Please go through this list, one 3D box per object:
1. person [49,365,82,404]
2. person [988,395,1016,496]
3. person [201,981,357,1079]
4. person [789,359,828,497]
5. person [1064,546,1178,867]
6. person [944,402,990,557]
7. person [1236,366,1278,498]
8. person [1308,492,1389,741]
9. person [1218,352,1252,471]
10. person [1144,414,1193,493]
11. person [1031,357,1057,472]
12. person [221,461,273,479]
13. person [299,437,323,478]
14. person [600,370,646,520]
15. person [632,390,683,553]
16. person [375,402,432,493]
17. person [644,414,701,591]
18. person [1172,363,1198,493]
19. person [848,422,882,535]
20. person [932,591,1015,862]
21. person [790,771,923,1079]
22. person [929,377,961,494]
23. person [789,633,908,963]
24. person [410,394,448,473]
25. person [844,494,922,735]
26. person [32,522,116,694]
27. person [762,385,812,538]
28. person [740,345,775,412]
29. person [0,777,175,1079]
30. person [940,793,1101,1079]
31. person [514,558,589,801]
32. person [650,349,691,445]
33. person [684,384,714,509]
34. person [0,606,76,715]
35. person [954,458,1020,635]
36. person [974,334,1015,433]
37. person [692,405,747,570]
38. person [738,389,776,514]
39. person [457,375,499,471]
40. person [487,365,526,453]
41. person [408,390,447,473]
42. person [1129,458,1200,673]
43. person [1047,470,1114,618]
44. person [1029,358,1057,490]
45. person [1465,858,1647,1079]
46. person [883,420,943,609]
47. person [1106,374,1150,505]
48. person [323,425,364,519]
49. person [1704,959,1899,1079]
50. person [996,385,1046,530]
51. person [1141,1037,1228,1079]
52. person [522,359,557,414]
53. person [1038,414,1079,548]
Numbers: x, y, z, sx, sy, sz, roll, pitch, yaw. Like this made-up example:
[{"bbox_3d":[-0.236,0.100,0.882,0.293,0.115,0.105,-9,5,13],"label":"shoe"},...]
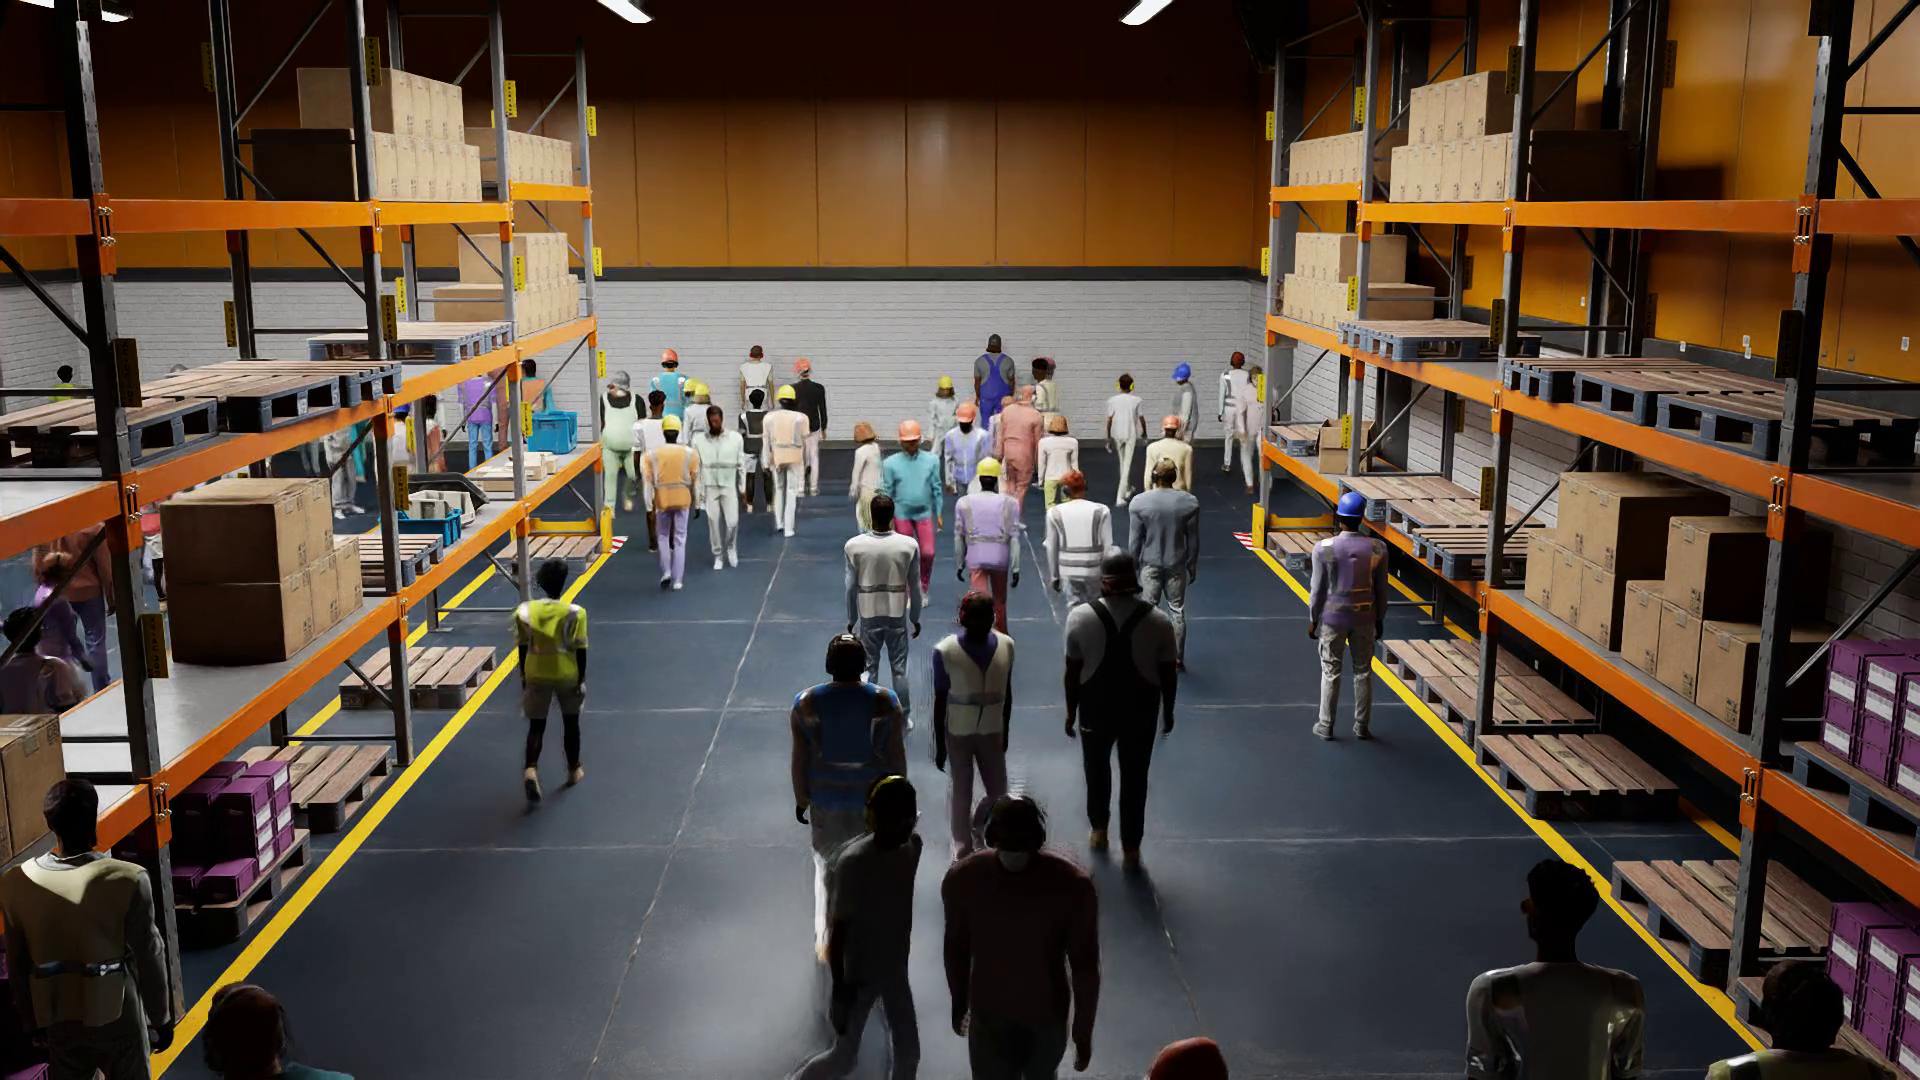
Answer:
[{"bbox_3d":[-13.849,-1.871,25.880,0.540,1.696,0.316,0,11,-2],"label":"person"},{"bbox_3d":[0.642,-1.165,22.610,0.526,1.588,0.847,0,11,0],"label":"person"},{"bbox_3d":[-1.962,2.235,4.838,0.666,1.879,0.733,-9,15,-39],"label":"person"},{"bbox_3d":[-2.210,-1.596,23.828,0.671,1.973,0.395,-5,12,-24],"label":"person"},{"bbox_3d":[1.023,1.007,10.583,0.712,2.000,0.756,1,11,5],"label":"person"},{"bbox_3d":[0.106,-0.784,20.105,0.569,1.847,1.149,3,12,16],"label":"person"},{"bbox_3d":[4.250,-1.534,23.730,0.637,1.870,1.067,0,11,-2],"label":"person"},{"bbox_3d":[2.998,0.598,12.868,0.613,1.947,0.388,0,11,-2],"label":"person"},{"bbox_3d":[4.348,-2.020,26.157,0.583,1.884,0.350,0,11,-2],"label":"person"},{"bbox_3d":[2.429,-0.608,19.439,0.585,1.734,0.376,-1,11,-6],"label":"person"},{"bbox_3d":[1.286,-1.896,25.613,0.396,1.863,0.739,-3,12,-13],"label":"person"},{"bbox_3d":[-7.677,-0.333,18.025,0.571,1.751,0.329,0,11,-2],"label":"person"},{"bbox_3d":[-9.926,-1.767,25.302,0.559,1.701,0.870,-7,13,-33],"label":"person"},{"bbox_3d":[-4.504,-1.285,22.077,0.769,2.000,0.570,-4,12,-19],"label":"person"},{"bbox_3d":[-3.624,-0.816,19.997,0.631,1.942,0.464,-1,11,-4],"label":"person"},{"bbox_3d":[-6.521,-0.733,19.618,0.622,1.911,0.861,0,11,-1],"label":"person"},{"bbox_3d":[-3.108,-0.416,18.046,0.601,1.902,0.580,-2,11,-9],"label":"person"},{"bbox_3d":[3.272,-1.638,24.225,0.376,1.906,0.754,1,11,5],"label":"person"},{"bbox_3d":[-1.177,-0.598,19.679,0.585,1.609,0.529,4,12,21],"label":"person"},{"bbox_3d":[0.079,1.196,10.181,0.576,1.831,0.429,-5,13,-26],"label":"person"},{"bbox_3d":[-0.449,1.815,7.098,0.802,1.831,0.568,8,14,36],"label":"person"},{"bbox_3d":[-0.219,-1.527,24.167,0.502,1.684,0.889,-3,12,-17],"label":"person"},{"bbox_3d":[-0.601,1.405,9.081,0.632,1.846,0.429,0,11,-2],"label":"person"},{"bbox_3d":[-6.428,-0.859,20.321,0.611,1.885,0.811,9,15,39],"label":"person"},{"bbox_3d":[-0.593,0.591,12.968,0.596,1.921,0.386,0,11,-2],"label":"person"},{"bbox_3d":[-7.201,0.433,13.578,0.621,1.994,0.381,0,11,-2],"label":"person"},{"bbox_3d":[-2.171,-1.007,21.024,0.590,1.900,0.739,1,11,6],"label":"person"},{"bbox_3d":[-3.389,-2.337,27.841,0.570,1.845,0.384,0,11,-2],"label":"person"},{"bbox_3d":[-3.425,1.866,6.575,0.596,1.921,0.386,0,11,-2],"label":"person"},{"bbox_3d":[0.242,1.867,6.694,0.639,1.885,1.077,1,11,4],"label":"person"},{"bbox_3d":[-2.870,0.983,11.635,0.545,1.675,0.712,0,11,1],"label":"person"},{"bbox_3d":[-4.273,-1.812,24.699,0.614,2.048,0.361,0,11,-2],"label":"person"},{"bbox_3d":[-3.549,-1.315,23.076,0.510,1.689,0.905,0,11,2],"label":"person"},{"bbox_3d":[-5.701,1.242,10.270,0.540,1.696,0.316,0,11,-2],"label":"person"},{"bbox_3d":[0.247,0.200,15.086,0.594,1.865,0.968,0,11,-2],"label":"person"},{"bbox_3d":[0.574,-2.442,27.877,0.688,2.000,0.538,0,11,-2],"label":"person"},{"bbox_3d":[-2.740,-0.592,18.952,0.620,1.896,0.464,-1,11,-5],"label":"person"},{"bbox_3d":[-2.727,-1.194,22.487,0.540,1.696,0.316,0,11,-2],"label":"person"},{"bbox_3d":[-7.220,-1.811,24.990,0.593,1.930,0.355,0,11,-2],"label":"person"},{"bbox_3d":[-7.405,-2.273,27.368,0.650,1.907,0.409,0,11,-2],"label":"person"},{"bbox_3d":[-7.970,-1.742,24.738,0.664,1.891,0.587,-3,12,-16],"label":"person"},{"bbox_3d":[1.801,0.227,14.750,0.635,1.939,0.366,0,11,-2],"label":"person"},{"bbox_3d":[1.102,0.289,14.687,0.656,1.839,0.842,2,11,8],"label":"person"},{"bbox_3d":[1.114,-1.705,24.405,0.702,1.943,0.650,5,12,23],"label":"person"},{"bbox_3d":[1.987,2.026,5.658,0.612,1.965,0.362,0,11,-2],"label":"person"},{"bbox_3d":[-0.482,-0.251,17.058,0.647,1.968,0.489,-2,11,-8],"label":"person"},{"bbox_3d":[2.337,-1.414,23.298,0.535,1.820,1.004,5,12,24],"label":"person"},{"bbox_3d":[-8.224,-1.121,22.100,0.437,1.700,0.542,6,13,29],"label":"person"},{"bbox_3d":[2.553,2.180,5.195,0.632,1.846,0.429,0,11,-2],"label":"person"},{"bbox_3d":[0.807,-1.046,21.303,0.674,1.869,0.537,9,14,38],"label":"person"},{"bbox_3d":[0.581,2.294,4.927,0.823,1.719,0.571,-7,13,-33],"label":"person"},{"bbox_3d":[-6.320,-1.748,24.773,0.657,1.892,0.468,1,11,5],"label":"person"},{"bbox_3d":[1.194,-0.714,20.237,0.506,1.633,0.279,0,11,-2],"label":"person"}]
